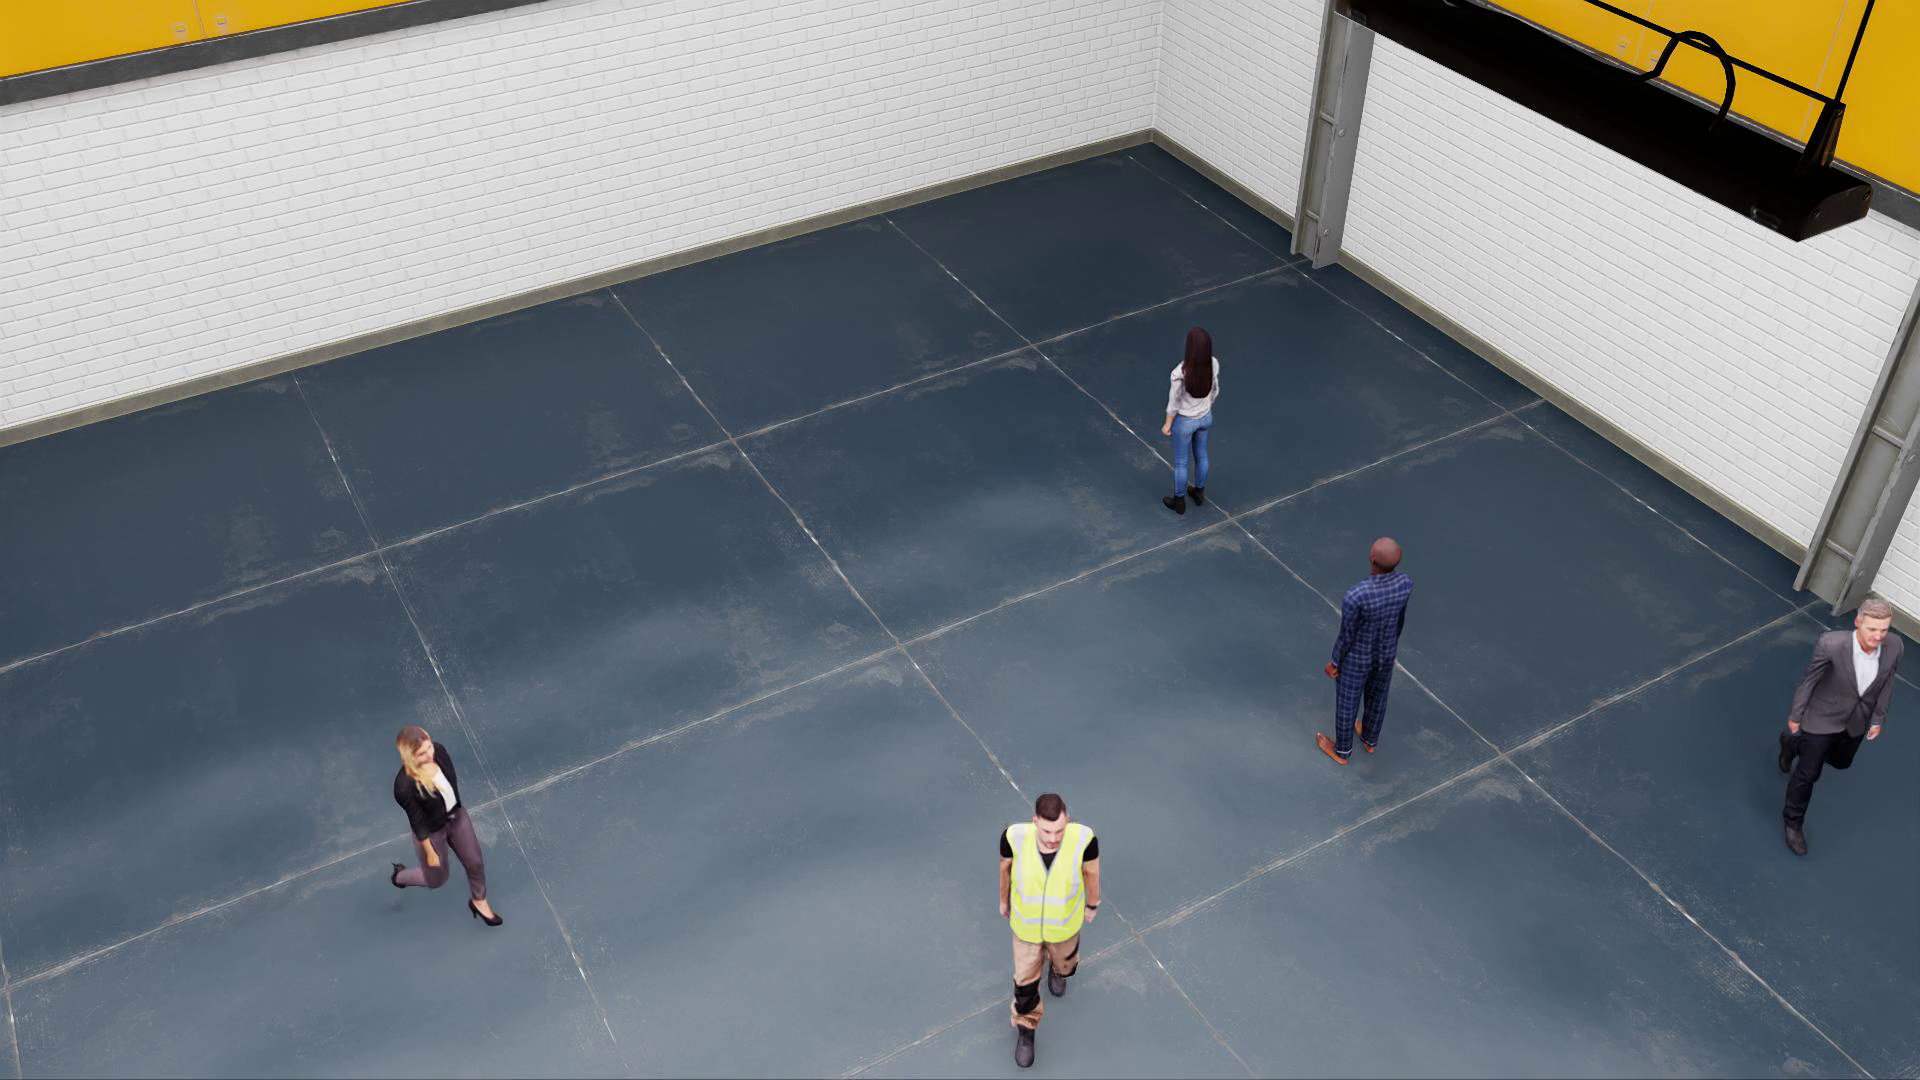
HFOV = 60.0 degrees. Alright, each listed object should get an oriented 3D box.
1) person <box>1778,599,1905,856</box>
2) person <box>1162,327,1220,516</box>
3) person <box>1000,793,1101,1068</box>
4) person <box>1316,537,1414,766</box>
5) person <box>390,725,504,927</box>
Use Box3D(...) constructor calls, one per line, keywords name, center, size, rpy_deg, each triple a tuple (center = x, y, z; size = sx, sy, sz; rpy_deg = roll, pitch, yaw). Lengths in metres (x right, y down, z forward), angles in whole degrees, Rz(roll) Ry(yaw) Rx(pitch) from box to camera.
Box3D(name="person", center=(5.392, 1.043, 10.271), size=(1.013, 1.821, 1.184), rpy_deg=(-1, 39, -1))
Box3D(name="person", center=(1.804, -0.927, 12.890), size=(0.595, 1.633, 0.494), rpy_deg=(-20, 43, -23))
Box3D(name="person", center=(0.484, 1.996, 9.069), size=(1.025, 1.832, 1.146), rpy_deg=(2, 39, 3))
Box3D(name="person", center=(2.629, 0.710, 10.691), size=(0.687, 1.818, 0.640), rpy_deg=(-14, 41, -17))
Box3D(name="person", center=(-3.089, 1.675, 9.623), size=(1.026, 1.643, 0.912), rpy_deg=(13, 40, 16))
